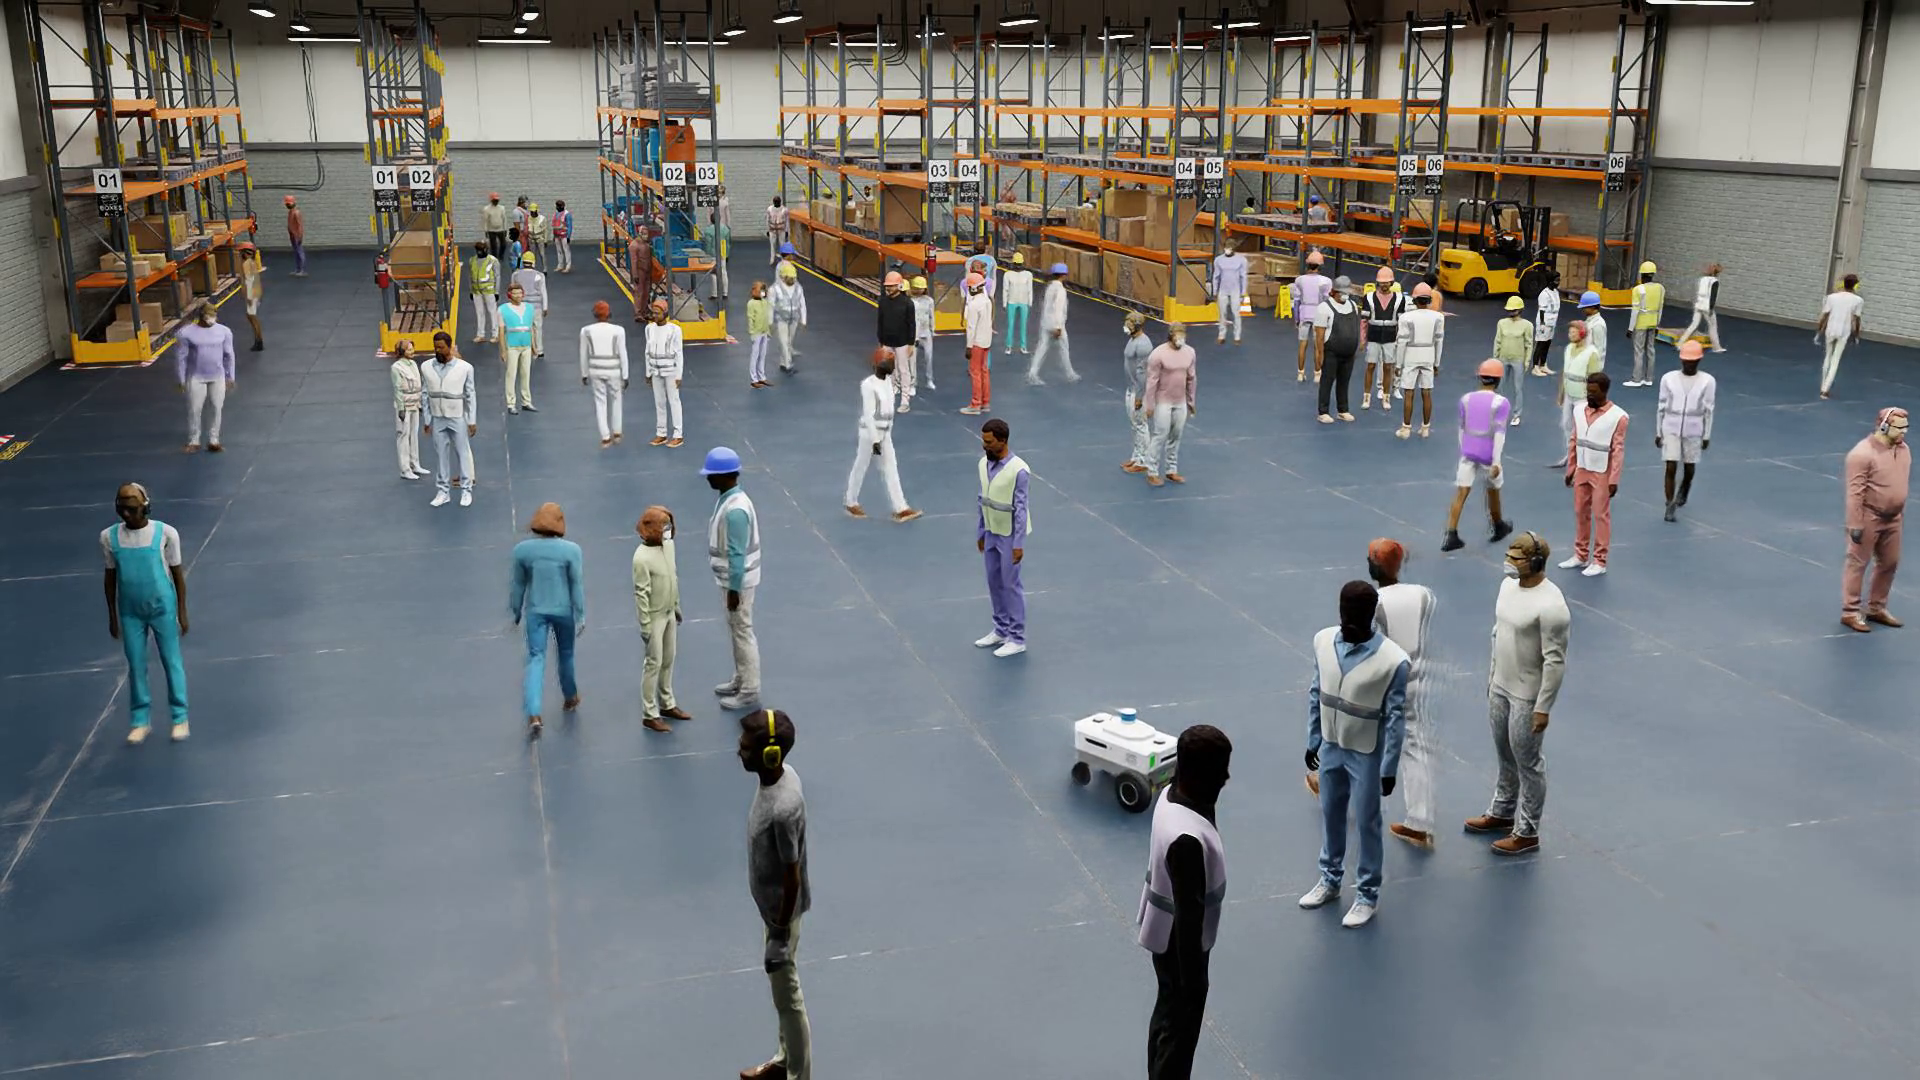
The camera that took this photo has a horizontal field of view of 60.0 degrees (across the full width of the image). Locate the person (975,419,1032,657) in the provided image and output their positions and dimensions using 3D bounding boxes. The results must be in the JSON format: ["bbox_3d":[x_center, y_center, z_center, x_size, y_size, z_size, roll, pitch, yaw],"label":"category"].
[{"bbox_3d":[0.340,-0.037,13.342,0.410,1.906,0.600,-10,18,-34],"label":"person"}]

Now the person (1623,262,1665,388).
[{"bbox_3d":[10.531,-3.315,25.630,0.590,1.926,0.388,-6,16,-20],"label":"person"}]

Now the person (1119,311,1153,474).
[{"bbox_3d":[2.104,-1.752,19.753,0.367,1.932,0.623,-2,15,-7],"label":"person"}]

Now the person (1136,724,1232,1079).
[{"bbox_3d":[0.929,1.670,6.898,0.392,1.915,0.590,1,15,2],"label":"person"}]

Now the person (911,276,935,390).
[{"bbox_3d":[-0.611,-3.157,25.412,0.488,1.737,0.318,-4,16,-16],"label":"person"}]

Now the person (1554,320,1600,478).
[{"bbox_3d":[7.323,-1.662,19.579,0.425,1.844,0.789,-4,15,-14],"label":"person"}]

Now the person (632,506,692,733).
[{"bbox_3d":[-2.110,0.545,11.688,0.288,1.623,0.507,5,16,17],"label":"person"}]

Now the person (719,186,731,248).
[{"bbox_3d":[-7.028,-9.597,49.450,0.347,1.840,0.504,-10,18,-32],"label":"person"}]

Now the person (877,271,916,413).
[{"bbox_3d":[-0.915,-2.802,23.569,0.612,1.996,0.389,9,17,31],"label":"person"}]

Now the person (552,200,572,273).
[{"bbox_3d":[-10.185,-7.760,42.515,0.627,1.847,0.429,10,18,33],"label":"person"}]

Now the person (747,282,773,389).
[{"bbox_3d":[-3.087,-3.163,25.620,0.279,1.633,0.506,7,17,26],"label":"person"}]

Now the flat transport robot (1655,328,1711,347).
[{"bbox_3d":[13.092,-3.683,30.189,0.652,0.197,1.431,0,15,-2],"label":"flat transport robot"}]

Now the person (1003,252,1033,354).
[{"bbox_3d":[1.007,-4.114,28.946,0.533,1.767,0.326,-2,15,-6],"label":"person"}]

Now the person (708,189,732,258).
[{"bbox_3d":[-6.698,-8.817,46.425,0.653,1.892,0.530,2,15,6],"label":"person"}]

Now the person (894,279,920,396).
[{"bbox_3d":[-0.845,-3.031,24.913,0.493,1.742,0.299,4,15,13],"label":"person"}]

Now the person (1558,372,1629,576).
[{"bbox_3d":[5.942,-0.630,15.567,0.403,1.910,0.598,-8,17,-27],"label":"person"}]

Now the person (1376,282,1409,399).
[{"bbox_3d":[6.394,-2.949,24.633,0.490,1.731,0.321,-1,15,-5],"label":"person"}]

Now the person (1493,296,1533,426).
[{"bbox_3d":[7.505,-2.439,22.647,0.531,1.765,0.327,13,20,41],"label":"person"}]

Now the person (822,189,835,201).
[{"bbox_3d":[-4.062,-9.941,51.012,0.474,1.693,0.861,-6,16,-21],"label":"person"}]

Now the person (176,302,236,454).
[{"bbox_3d":[-9.420,-2.022,20.821,0.694,1.908,0.355,-9,17,-30],"label":"person"}]

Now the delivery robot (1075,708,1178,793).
[{"bbox_3d":[1.072,1.318,10.644,0.477,0.478,0.707,-13,20,-41],"label":"delivery robot"}]

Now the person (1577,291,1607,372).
[{"bbox_3d":[8.180,-2.265,21.657,0.405,1.937,0.602,2,15,8],"label":"person"}]

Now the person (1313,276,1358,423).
[{"bbox_3d":[5.191,-2.622,22.802,0.689,2.000,0.535,-8,17,-26],"label":"person"}]

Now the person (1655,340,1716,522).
[{"bbox_3d":[7.654,-1.176,17.600,0.550,1.920,0.671,6,16,23],"label":"person"}]

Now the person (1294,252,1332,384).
[{"bbox_3d":[5.511,-3.470,25.984,0.607,2.048,0.365,8,17,28],"label":"person"}]

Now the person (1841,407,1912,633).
[{"bbox_3d":[7.653,-0.174,13.876,0.660,1.896,0.404,-6,16,-21],"label":"person"}]

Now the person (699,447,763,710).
[{"bbox_3d":[-1.664,0.269,12.138,0.421,1.938,0.603,-4,15,-14],"label":"person"}]

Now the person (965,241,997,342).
[{"bbox_3d":[0.359,-4.517,30.317,0.631,1.842,0.428,-7,16,-24],"label":"person"}]

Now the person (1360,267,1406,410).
[{"bbox_3d":[6.011,-2.863,23.703,0.615,2.042,0.376,3,15,10],"label":"person"}]

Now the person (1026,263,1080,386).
[{"bbox_3d":[1.446,-3.320,25.732,0.938,1.898,0.613,-7,17,-26],"label":"person"}]

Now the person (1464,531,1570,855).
[{"bbox_3d":[3.292,0.891,9.779,0.357,1.938,0.637,-3,15,-11],"label":"person"}]

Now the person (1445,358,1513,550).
[{"bbox_3d":[5.178,-0.857,16.490,1.029,1.873,0.550,-14,20,-43],"label":"person"}]

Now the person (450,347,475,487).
[{"bbox_3d":[-5.790,-1.427,19.113,0.301,1.625,0.500,-4,15,-15],"label":"person"}]

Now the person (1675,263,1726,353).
[{"bbox_3d":[12.976,-4.040,28.991,0.878,1.592,0.541,-2,15,-7],"label":"person"}]

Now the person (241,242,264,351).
[{"bbox_3d":[-12.532,-4.291,29.424,0.320,1.881,0.737,-1,15,-4],"label":"person"}]

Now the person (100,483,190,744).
[{"bbox_3d":[-5.588,0.498,11.437,0.513,1.843,0.328,-3,15,-12],"label":"person"}]

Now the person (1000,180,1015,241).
[{"bbox_3d":[1.516,-10.283,51.911,0.400,1.901,0.649,9,17,29],"label":"person"}]

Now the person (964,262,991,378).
[{"bbox_3d":[0.264,-3.494,26.457,0.395,1.847,0.564,-2,15,-9],"label":"person"}]

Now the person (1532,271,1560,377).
[{"bbox_3d":[9.413,-3.468,26.661,0.318,1.692,0.537,13,20,40],"label":"person"}]

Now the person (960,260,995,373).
[{"bbox_3d":[0.284,-3.599,26.867,0.564,1.838,0.388,-1,15,-3],"label":"person"}]
